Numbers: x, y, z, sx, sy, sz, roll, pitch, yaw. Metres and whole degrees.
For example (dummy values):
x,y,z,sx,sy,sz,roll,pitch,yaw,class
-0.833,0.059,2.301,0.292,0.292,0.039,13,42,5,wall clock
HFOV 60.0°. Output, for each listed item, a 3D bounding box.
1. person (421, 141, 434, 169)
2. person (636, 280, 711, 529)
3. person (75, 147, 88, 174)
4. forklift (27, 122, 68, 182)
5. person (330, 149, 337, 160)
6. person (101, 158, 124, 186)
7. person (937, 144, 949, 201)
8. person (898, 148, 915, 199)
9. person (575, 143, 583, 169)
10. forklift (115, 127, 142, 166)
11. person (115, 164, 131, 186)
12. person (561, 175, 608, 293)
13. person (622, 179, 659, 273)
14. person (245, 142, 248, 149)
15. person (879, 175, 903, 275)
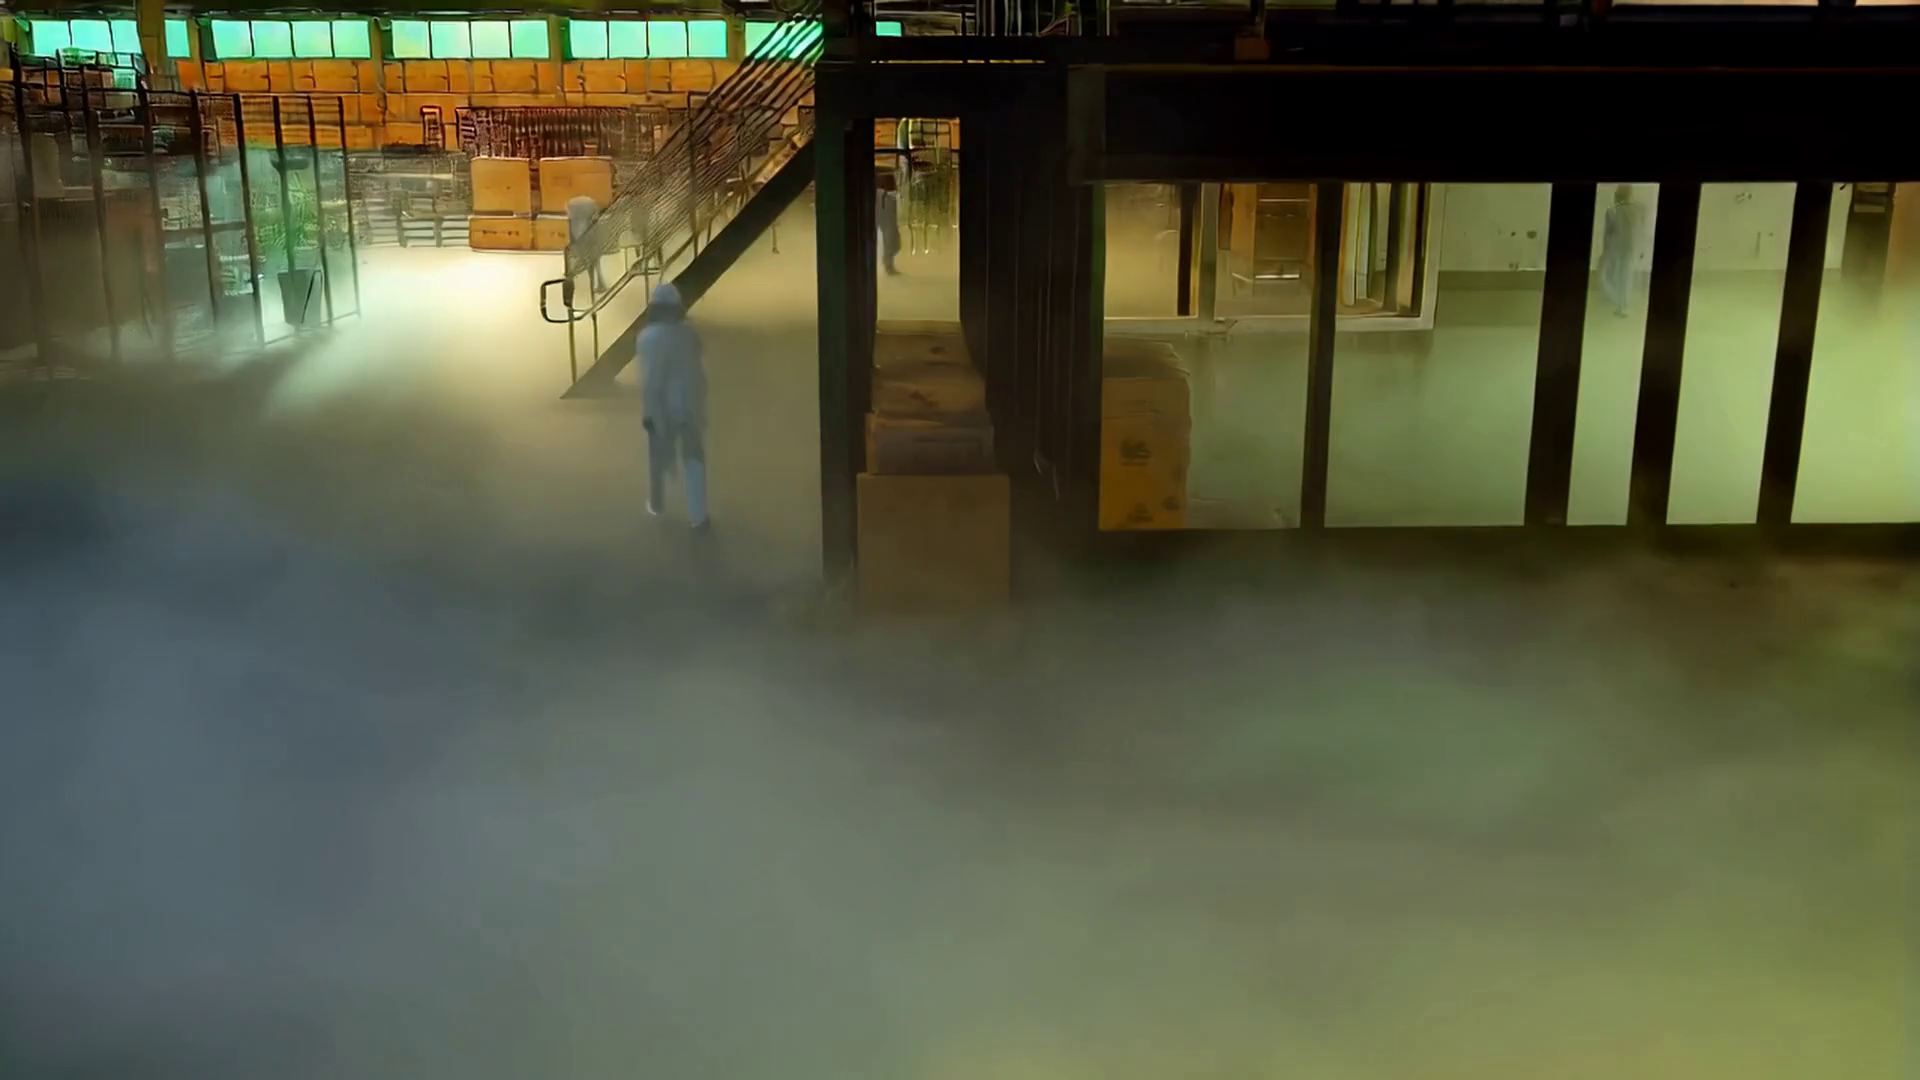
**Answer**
x,y,z,sx,sy,sz,roll,pitch,yaw,class
-26.386,-18.821,82.497,0.628,1.930,0.613,13,19,42,person
-1.970,-0.931,11.467,0.491,1.710,0.912,-7,16,-27,person
-32.923,-13.767,62.346,0.551,1.904,0.799,13,19,42,person
-35.376,-14.773,64.377,1.129,2.768,1.873,-1,14,-2,forklift
-25.339,-14.969,67.462,0.365,1.755,0.526,-3,14,-11,person
-23.533,-9.679,46.190,0.600,1.812,0.630,1,14,3,person
-0.598,-13.336,60.372,0.626,2.023,0.585,-13,19,-41,person
-1.999,-13.732,62.258,0.671,1.867,0.822,-2,14,-8,person
-19.383,-19.395,85.025,0.799,1.811,0.584,0,14,0,person
-35.941,-16.877,72.786,1.873,2.768,1.129,-1,14,-2,forklift
-24.945,-10.390,49.487,0.500,1.583,0.864,-1,14,-2,person
-6.208,-5.015,27.332,0.988,1.929,0.617,11,18,37,person
-5.975,-5.819,30.874,0.662,1.747,0.531,4,15,17,person
-33.931,-17.929,78.897,0.617,1.959,1.009,6,15,24,person
-1.273,-5.757,30.485,0.400,1.832,0.510,-8,16,-28,person
